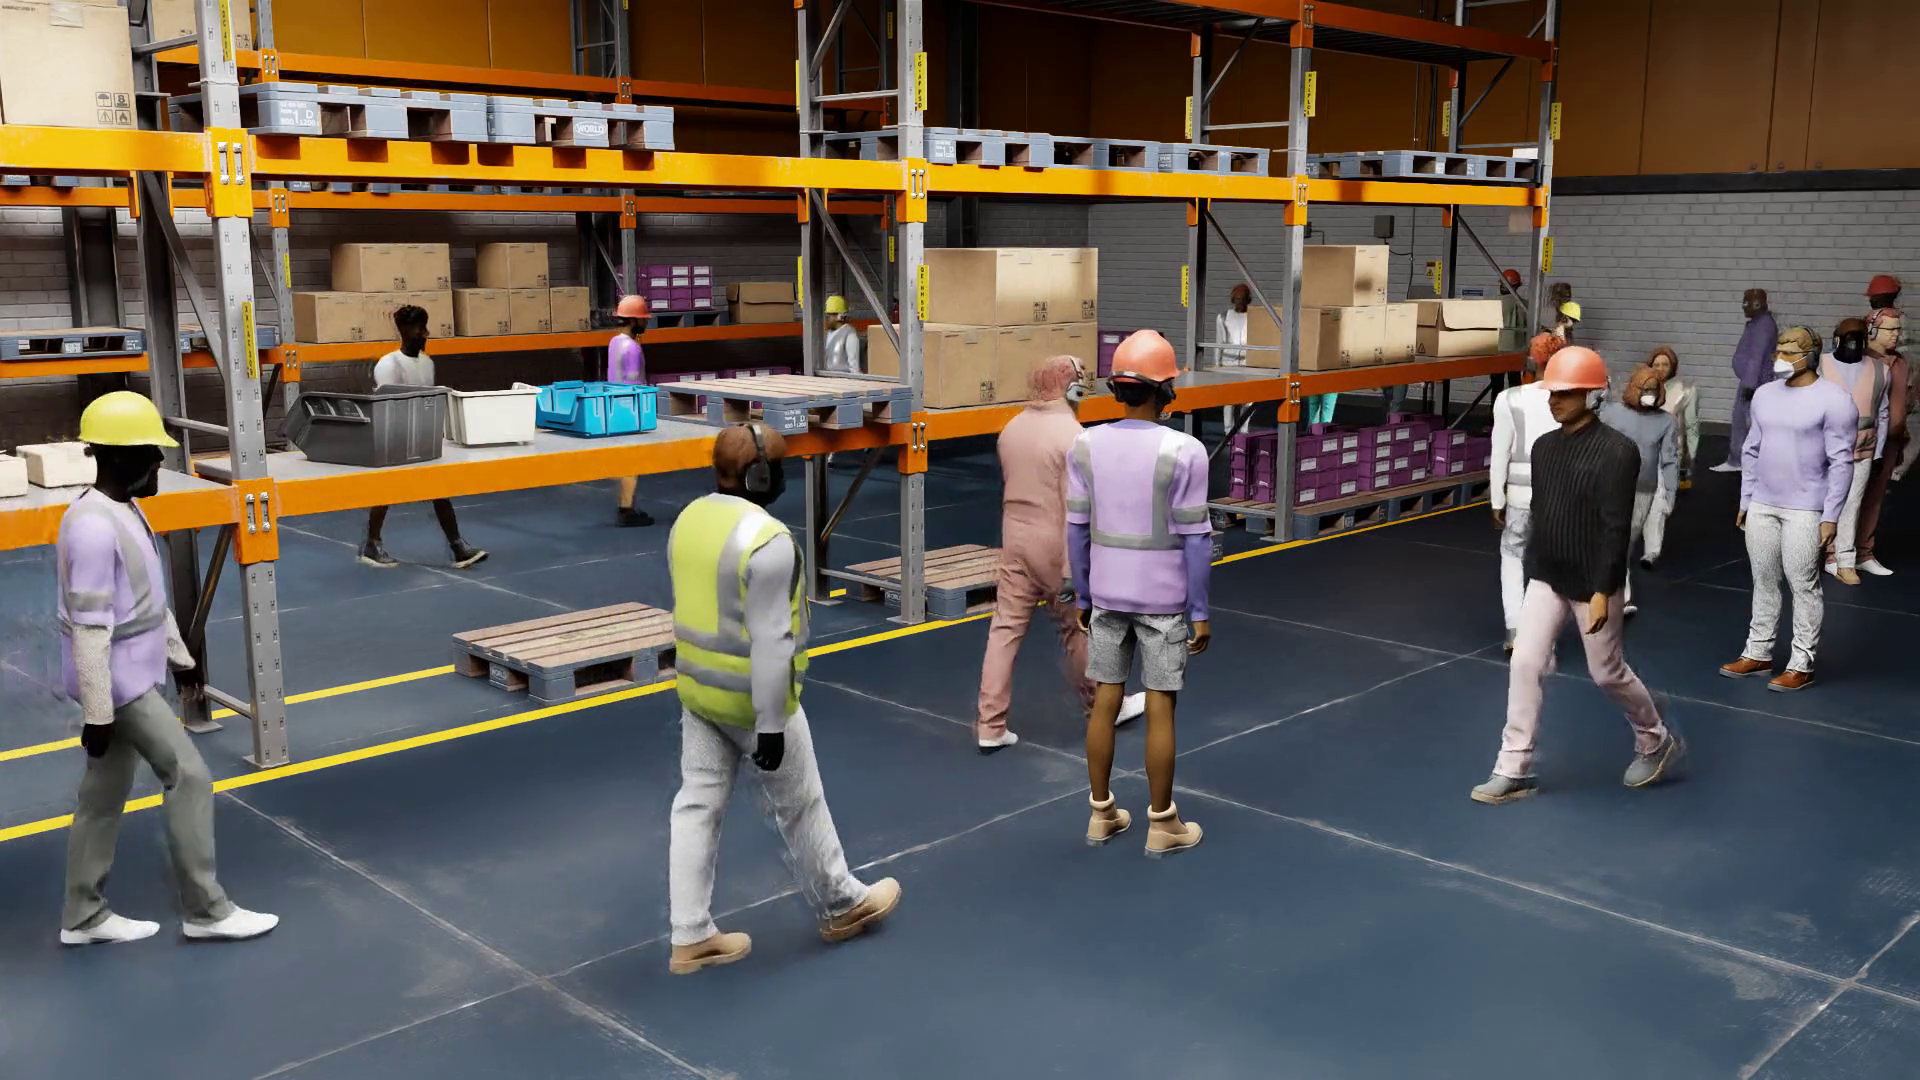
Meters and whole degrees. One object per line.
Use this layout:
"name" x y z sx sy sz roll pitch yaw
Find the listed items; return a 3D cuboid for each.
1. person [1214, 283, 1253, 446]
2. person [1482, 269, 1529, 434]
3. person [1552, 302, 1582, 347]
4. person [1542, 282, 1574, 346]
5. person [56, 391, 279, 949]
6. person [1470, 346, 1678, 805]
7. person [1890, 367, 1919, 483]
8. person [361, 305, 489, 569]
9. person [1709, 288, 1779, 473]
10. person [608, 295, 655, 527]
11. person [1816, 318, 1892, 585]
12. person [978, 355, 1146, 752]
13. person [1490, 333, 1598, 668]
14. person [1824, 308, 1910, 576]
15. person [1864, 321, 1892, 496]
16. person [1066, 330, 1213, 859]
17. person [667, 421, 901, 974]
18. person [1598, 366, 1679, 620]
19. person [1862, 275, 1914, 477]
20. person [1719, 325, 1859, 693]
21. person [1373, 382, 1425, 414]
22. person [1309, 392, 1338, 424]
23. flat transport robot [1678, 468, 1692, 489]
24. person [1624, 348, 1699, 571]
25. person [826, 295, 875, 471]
"person" 3.219 -2.029 19.174 0.592 1.864 0.626 2 11 9
"person" 6.635 -2.280 20.194 0.623 1.994 0.382 -2 11 -12
"person" 6.123 -1.566 17.050 0.673 1.711 0.579 2 11 10
"person" 6.848 -2.070 19.404 0.714 1.873 0.654 1 10 6
"person" -2.700 0.451 5.585 0.818 1.898 0.605 -5 11 -24
"person" 2.680 0.148 7.095 0.985 1.961 0.618 -5 12 -25
"person" 9.165 -1.259 15.761 0.502 1.585 0.861 -10 14 -42
"person" -3.928 -0.724 11.959 1.031 1.913 0.623 4 11 22
"person" 8.069 -1.577 16.706 0.788 1.882 0.673 4 11 21
"person" -2.674 -1.051 13.707 0.443 1.917 0.562 -5 12 -25
"person" 6.071 -0.602 11.500 0.630 1.843 0.429 2 11 12
"person" 0.457 0.059 7.865 1.004 1.844 0.679 -8 13 -38
"person" 3.265 -0.224 9.348 0.570 1.868 0.503 2 11 13
"person" 6.405 -0.674 11.692 0.653 1.904 0.405 -5 11 -23
"person" 8.267 -1.209 15.254 0.744 1.647 0.608 9 14 41
"person" 0.703 0.214 6.461 0.607 2.048 0.370 7 12 33
"person" -0.613 0.503 5.537 0.901 1.802 0.659 -9 14 -40
"person" 4.232 -0.288 10.418 0.515 1.583 0.858 0 10 2
"person" 9.113 -1.608 16.512 0.865 2.003 0.685 2 11 10
"person" 4.399 -0.167 8.830 0.357 1.938 0.637 -4 11 -22
"person" 4.944 -1.802 18.647 0.518 1.602 0.790 8 13 38
"person" 4.021 -1.794 18.261 0.543 1.737 0.717 5 12 26
"flat transport robot" 6.243 -0.658 16.062 0.652 0.197 1.431 -6 12 -29
"person" 5.034 -0.589 12.055 0.538 1.588 0.876 7 12 34
"person" -1.177 -1.621 17.138 0.827 1.810 0.605 -6 12 -29
